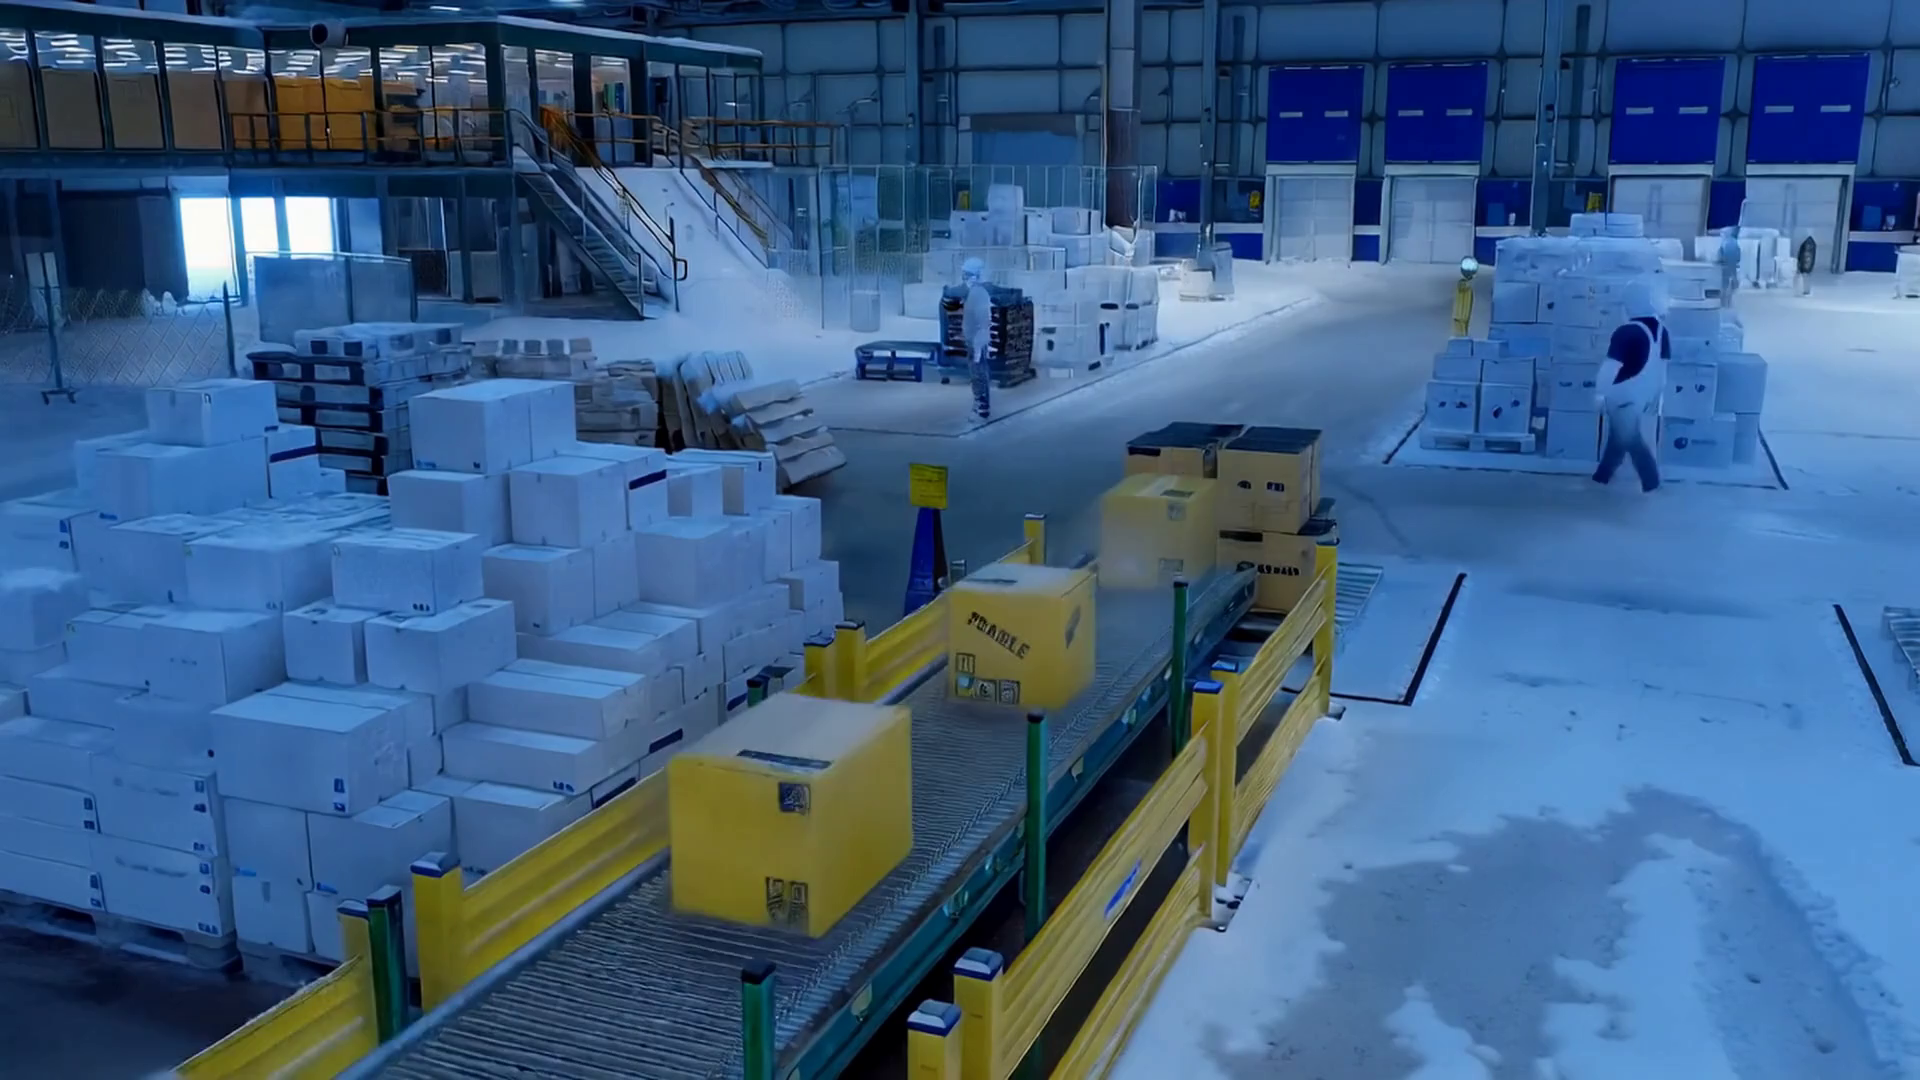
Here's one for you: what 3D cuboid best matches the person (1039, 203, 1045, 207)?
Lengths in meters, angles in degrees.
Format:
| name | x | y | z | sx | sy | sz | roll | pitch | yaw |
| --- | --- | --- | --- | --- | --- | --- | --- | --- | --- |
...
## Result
| name | x | y | z | sx | sy | sz | roll | pitch | yaw |
| --- | --- | --- | --- | --- | --- | --- | --- | --- | --- |
| person | 2.659 | -9.922 | 53.800 | 0.615 | 1.945 | 0.406 | 0 | 13 | 1 |

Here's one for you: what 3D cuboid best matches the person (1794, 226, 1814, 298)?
| name | x | y | z | sx | sy | sz | roll | pitch | yaw |
| --- | --- | --- | --- | --- | --- | --- | --- | --- | --- |
| person | 20.013 | -6.572 | 39.340 | 0.319 | 1.695 | 0.539 | 3 | 13 | 12 |

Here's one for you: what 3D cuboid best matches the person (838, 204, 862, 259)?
| name | x | y | z | sx | sy | sz | roll | pitch | yaw |
| --- | --- | --- | --- | --- | --- | --- | --- | --- | --- |
| person | -3.731 | -10.479 | 56.338 | 1.048 | 1.935 | 0.631 | 6 | 14 | 24 |

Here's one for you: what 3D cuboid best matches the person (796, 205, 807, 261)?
| name | x | y | z | sx | sy | sz | roll | pitch | yaw |
| --- | --- | --- | --- | --- | --- | --- | --- | --- | --- |
| person | -5.380 | -10.177 | 55.183 | 0.634 | 1.842 | 0.429 | -8 | 15 | -30 |

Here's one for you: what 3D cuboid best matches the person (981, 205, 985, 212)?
| name | x | y | z | sx | sy | sz | roll | pitch | yaw |
| --- | --- | --- | --- | --- | --- | --- | --- | --- | --- |
| person | 0.716 | -9.274 | 50.945 | 0.543 | 1.927 | 0.383 | -2 | 13 | -8 |

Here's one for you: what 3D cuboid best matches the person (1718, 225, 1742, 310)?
| name | x | y | z | sx | sy | sz | roll | pitch | yaw |
| --- | --- | --- | --- | --- | --- | --- | --- | --- | --- |
| person | 16.696 | -5.896 | 36.034 | 0.549 | 1.824 | 0.645 | 5 | 14 | 21 |

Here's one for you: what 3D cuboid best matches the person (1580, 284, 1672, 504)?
| name | x | y | z | sx | sy | sz | roll | pitch | yaw |
| --- | --- | --- | --- | --- | --- | --- | --- | --- | --- |
| person | 6.170 | -1.371 | 15.236 | 0.692 | 2.000 | 1.008 | -8 | 15 | -32 |

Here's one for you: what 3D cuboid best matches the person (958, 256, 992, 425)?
| name | x | y | z | sx | sy | sz | roll | pitch | yaw |
| --- | --- | --- | --- | --- | --- | --- | --- | --- | --- |
| person | 0.180 | -2.374 | 19.839 | 0.396 | 1.992 | 0.623 | -2 | 13 | -7 |

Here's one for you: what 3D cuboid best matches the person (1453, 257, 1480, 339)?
| name | x | y | z | sx | sy | sz | roll | pitch | yaw |
| --- | --- | --- | --- | --- | --- | --- | --- | --- | --- |
| person | 7.317 | -3.200 | 24.065 | 0.330 | 1.765 | 0.533 | 0 | 13 | -1 |
